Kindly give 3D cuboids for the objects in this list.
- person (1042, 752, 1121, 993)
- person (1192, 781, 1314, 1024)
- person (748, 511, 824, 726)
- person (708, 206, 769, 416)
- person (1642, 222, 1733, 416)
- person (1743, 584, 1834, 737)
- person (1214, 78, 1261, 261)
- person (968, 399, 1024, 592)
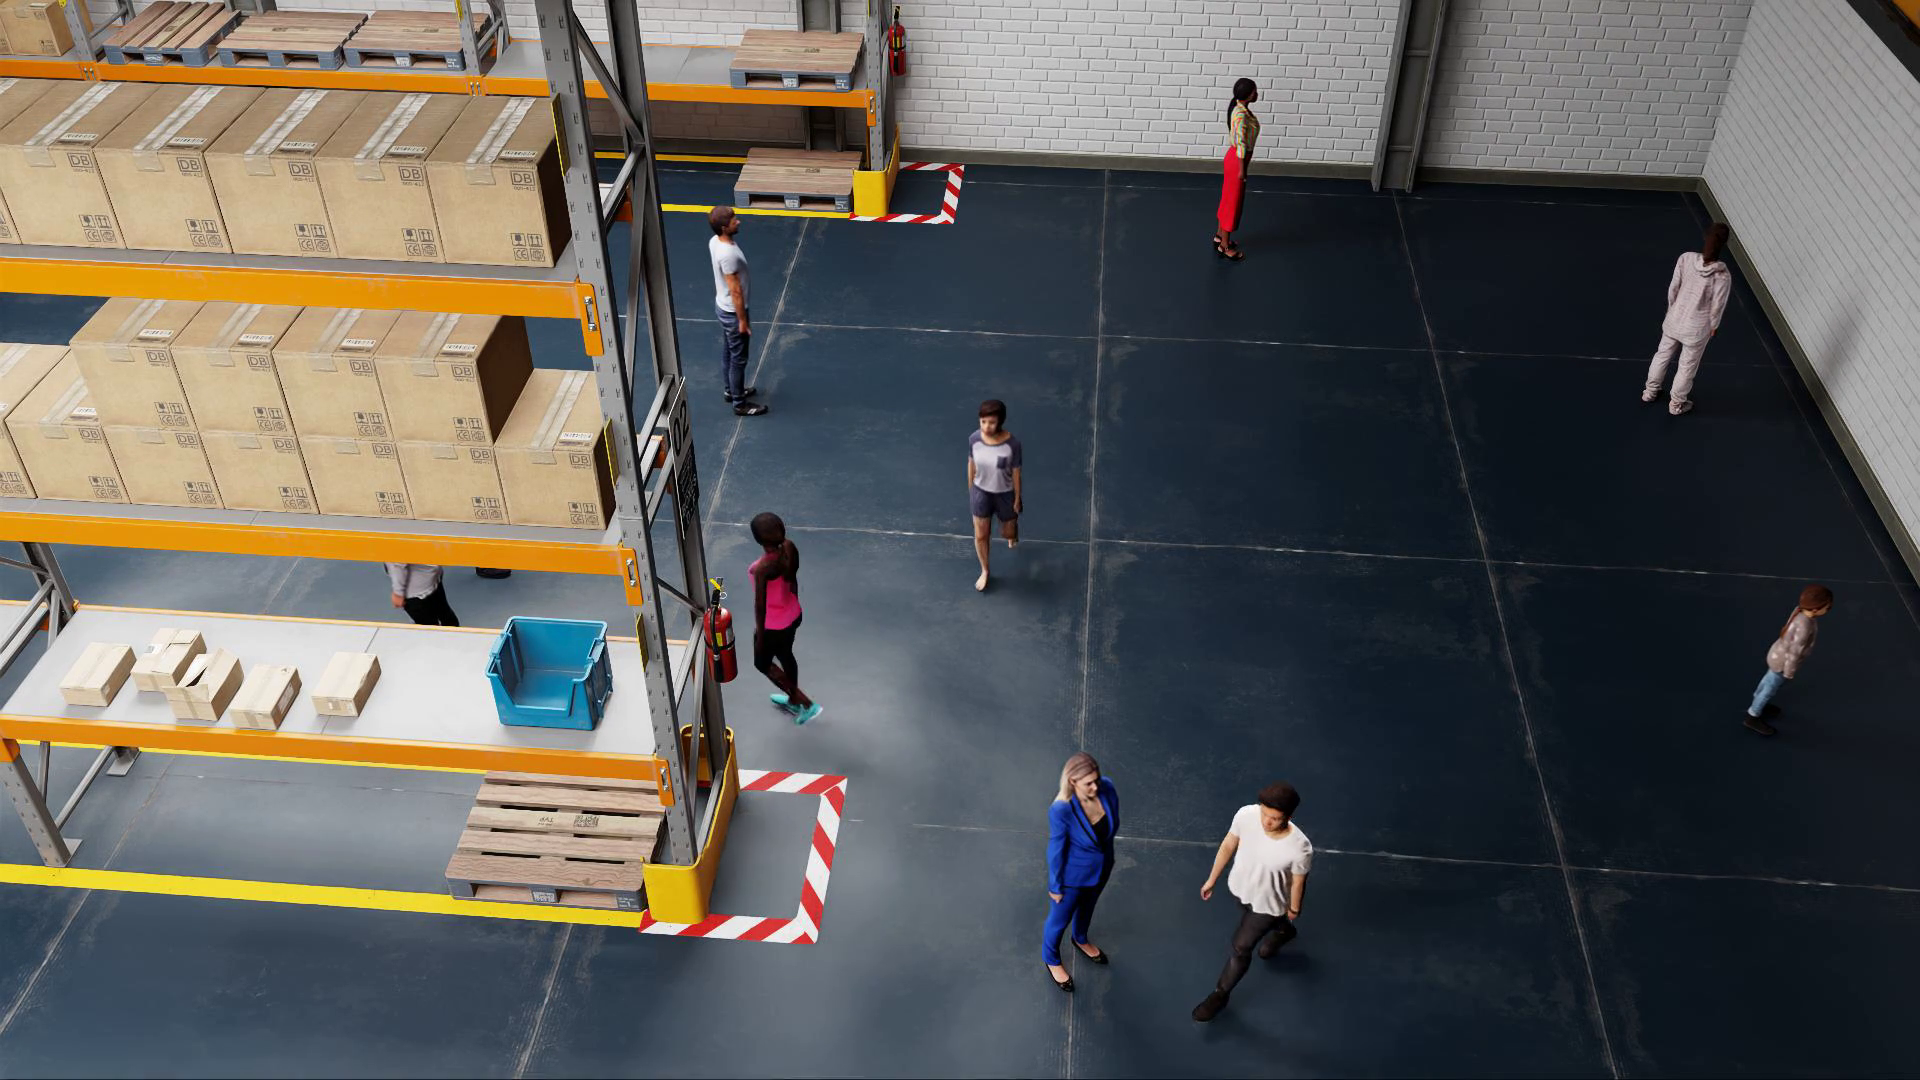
[{"bbox_3d":[0.658,1.804,9.208,0.706,1.700,0.761,-29,47,-31],"label":"person"},{"bbox_3d":[1.702,1.873,9.135,1.178,1.682,1.093,-25,45,-28],"label":"person"},{"bbox_3d":[-1.106,0.567,10.748,0.850,1.710,0.744,22,43,25],"label":"person"},{"bbox_3d":[-1.881,-1.896,13.708,0.704,1.865,0.716,-14,41,-17],"label":"person"},{"bbox_3d":[6.046,-1.838,13.773,0.782,1.692,0.726,-27,46,-29],"label":"person"},{"bbox_3d":[5.425,0.758,10.925,0.554,1.191,0.545,18,42,22],"label":"person"},{"bbox_3d":[2.625,-3.535,15.820,0.553,1.792,0.618,0,39,-1],"label":"person"},{"bbox_3d":[0.276,-0.384,12.073,0.822,1.544,0.724,11,40,13],"label":"person"}]
